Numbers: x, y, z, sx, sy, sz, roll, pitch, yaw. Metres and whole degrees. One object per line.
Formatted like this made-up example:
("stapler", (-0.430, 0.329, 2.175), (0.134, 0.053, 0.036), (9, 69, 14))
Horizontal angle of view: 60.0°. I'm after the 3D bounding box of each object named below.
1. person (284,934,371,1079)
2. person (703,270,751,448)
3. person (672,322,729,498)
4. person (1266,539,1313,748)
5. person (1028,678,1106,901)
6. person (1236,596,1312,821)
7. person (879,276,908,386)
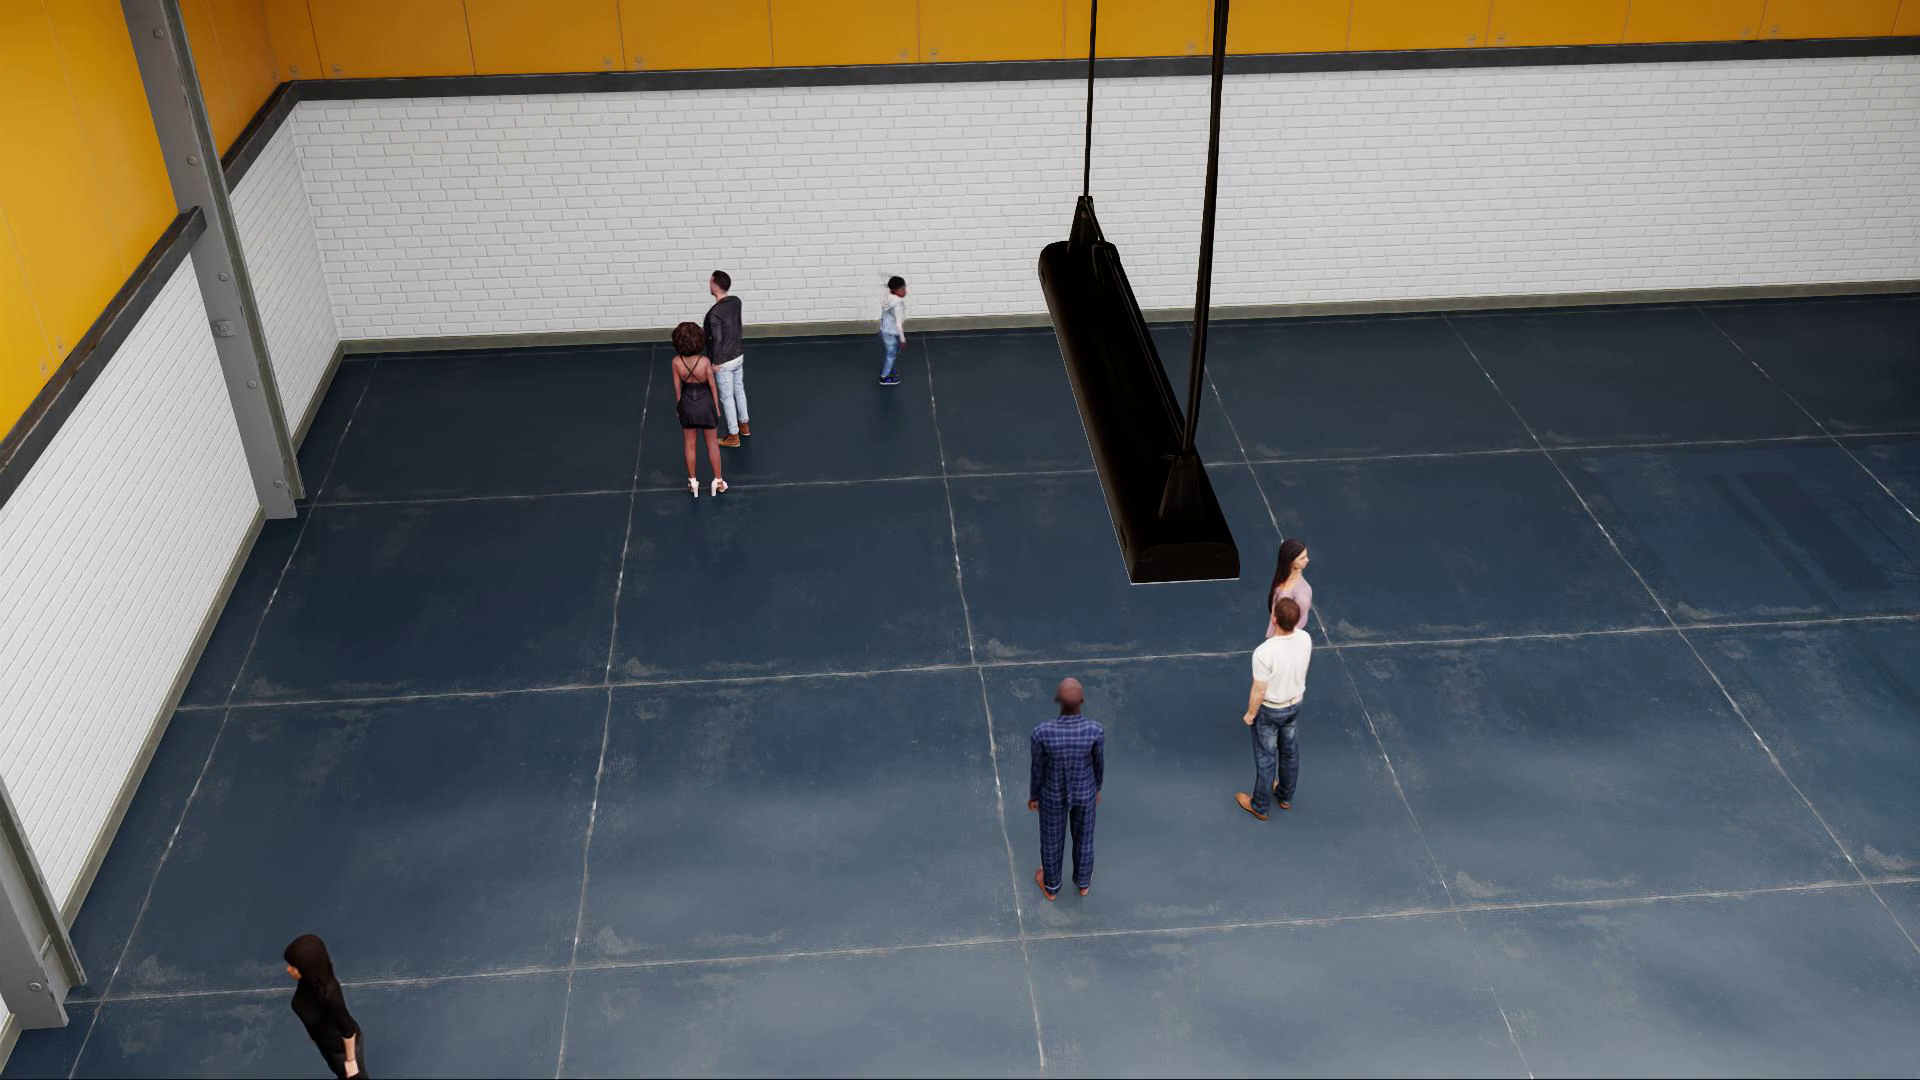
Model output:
("person", (-3.551, 2.840, 9.493), (0.641, 1.642, 0.703), (25, 41, 32))
("person", (-2.268, -1.780, 16.269), (0.796, 1.835, 0.670), (14, 36, 20))
("person", (-2.436, -1.201, 15.439), (0.576, 1.790, 0.564), (1, 34, 2))
("person", (2.411, 0.759, 12.470), (0.748, 1.812, 0.605), (10, 35, 15))
("person", (0.723, 1.668, 11.096), (0.653, 1.820, 0.592), (-4, 34, -6))
("person", (2.254, 1.193, 11.779), (0.739, 1.855, 0.723), (-17, 37, -24))
("person", (-0.755, -2.198, 17.441), (0.606, 1.234, 0.496), (-16, 37, -22))
